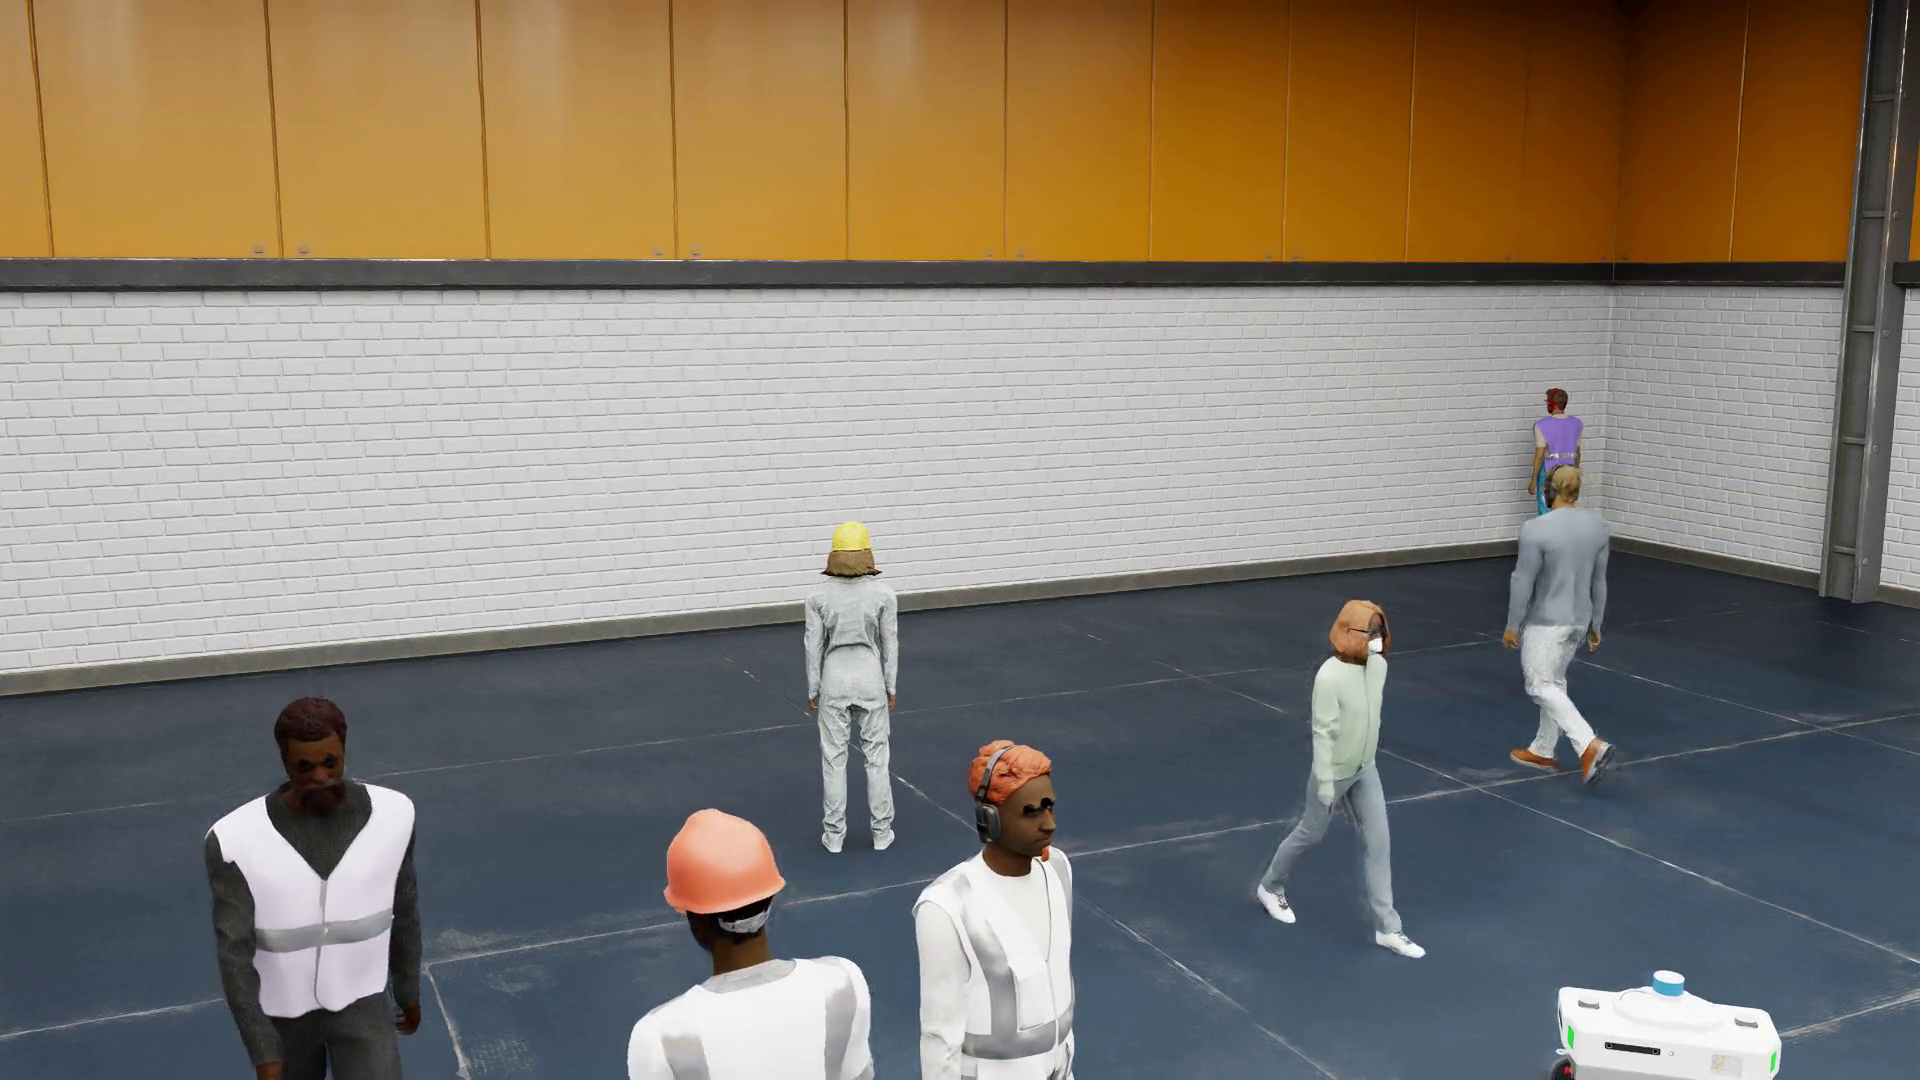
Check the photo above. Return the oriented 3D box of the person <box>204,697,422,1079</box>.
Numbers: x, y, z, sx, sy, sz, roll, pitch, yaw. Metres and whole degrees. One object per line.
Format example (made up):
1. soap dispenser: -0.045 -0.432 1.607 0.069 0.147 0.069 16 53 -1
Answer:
1. person: -1.813 1.349 4.779 0.579 1.853 1.050 -5 11 -30

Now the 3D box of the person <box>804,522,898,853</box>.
1. person: -0.568 0.770 8.727 0.488 1.738 0.322 -1 9 -4

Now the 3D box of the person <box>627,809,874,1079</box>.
1. person: -0.406 1.523 3.535 0.555 1.911 0.793 -4 10 -21

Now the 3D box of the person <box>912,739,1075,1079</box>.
1. person: 0.116 1.428 4.198 0.354 1.883 0.573 7 11 36

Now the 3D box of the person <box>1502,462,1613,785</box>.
1. person: 3.611 0.501 9.863 0.633 1.914 0.770 -5 10 -28

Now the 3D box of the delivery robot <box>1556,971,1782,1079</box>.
1. delivery robot: 2.489 1.770 5.883 0.707 0.478 0.477 2 9 16

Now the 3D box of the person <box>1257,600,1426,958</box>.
1. person: 1.706 1.035 7.549 0.512 1.592 0.850 -7 12 -39

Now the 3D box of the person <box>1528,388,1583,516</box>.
1. person: 6.126 -0.634 17.107 0.572 1.843 0.375 -3 10 -19
